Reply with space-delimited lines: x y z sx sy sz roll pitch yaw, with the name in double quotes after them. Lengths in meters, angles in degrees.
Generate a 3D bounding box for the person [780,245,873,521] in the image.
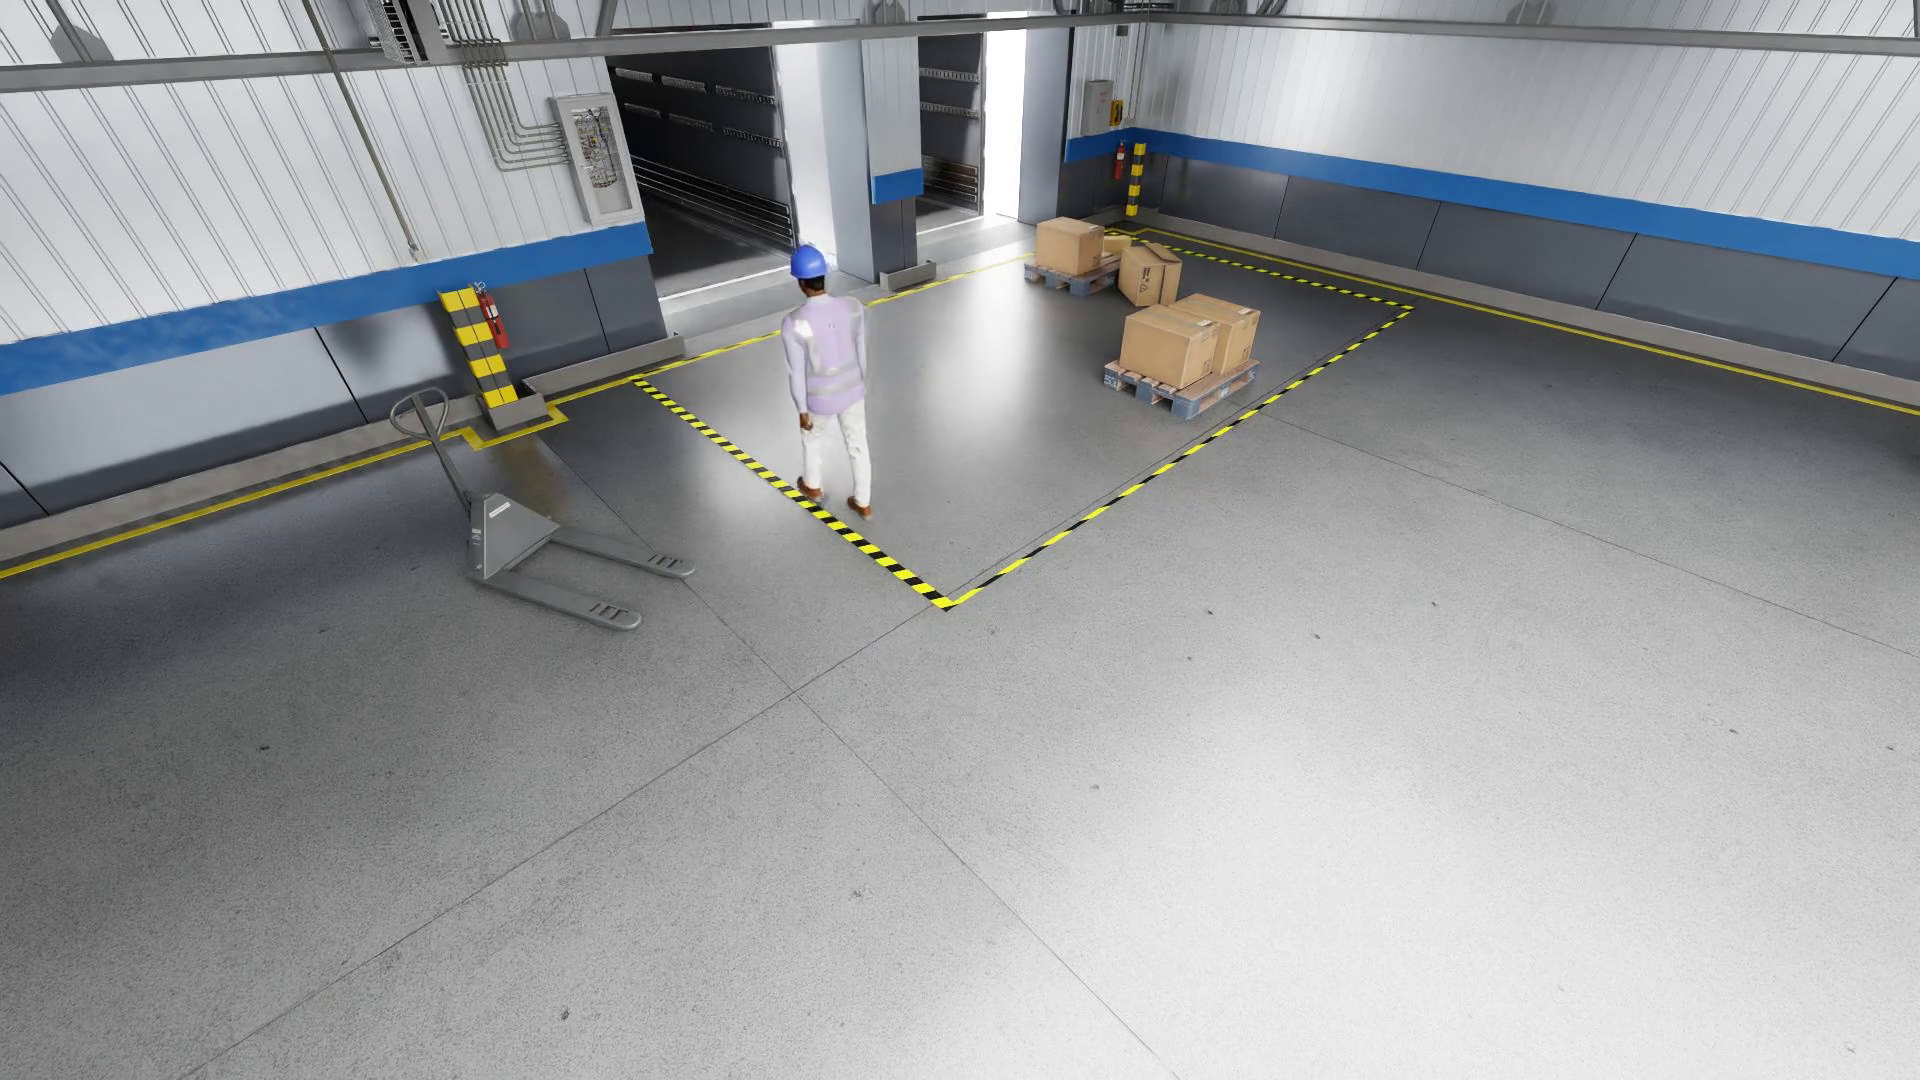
-0.917 -1.053 5.080 0.634 1.923 0.717 -22 43 -26 "person"

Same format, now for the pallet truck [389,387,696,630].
-2.613 -0.247 4.593 1.601 1.201 0.680 14 40 17 "pallet truck"
